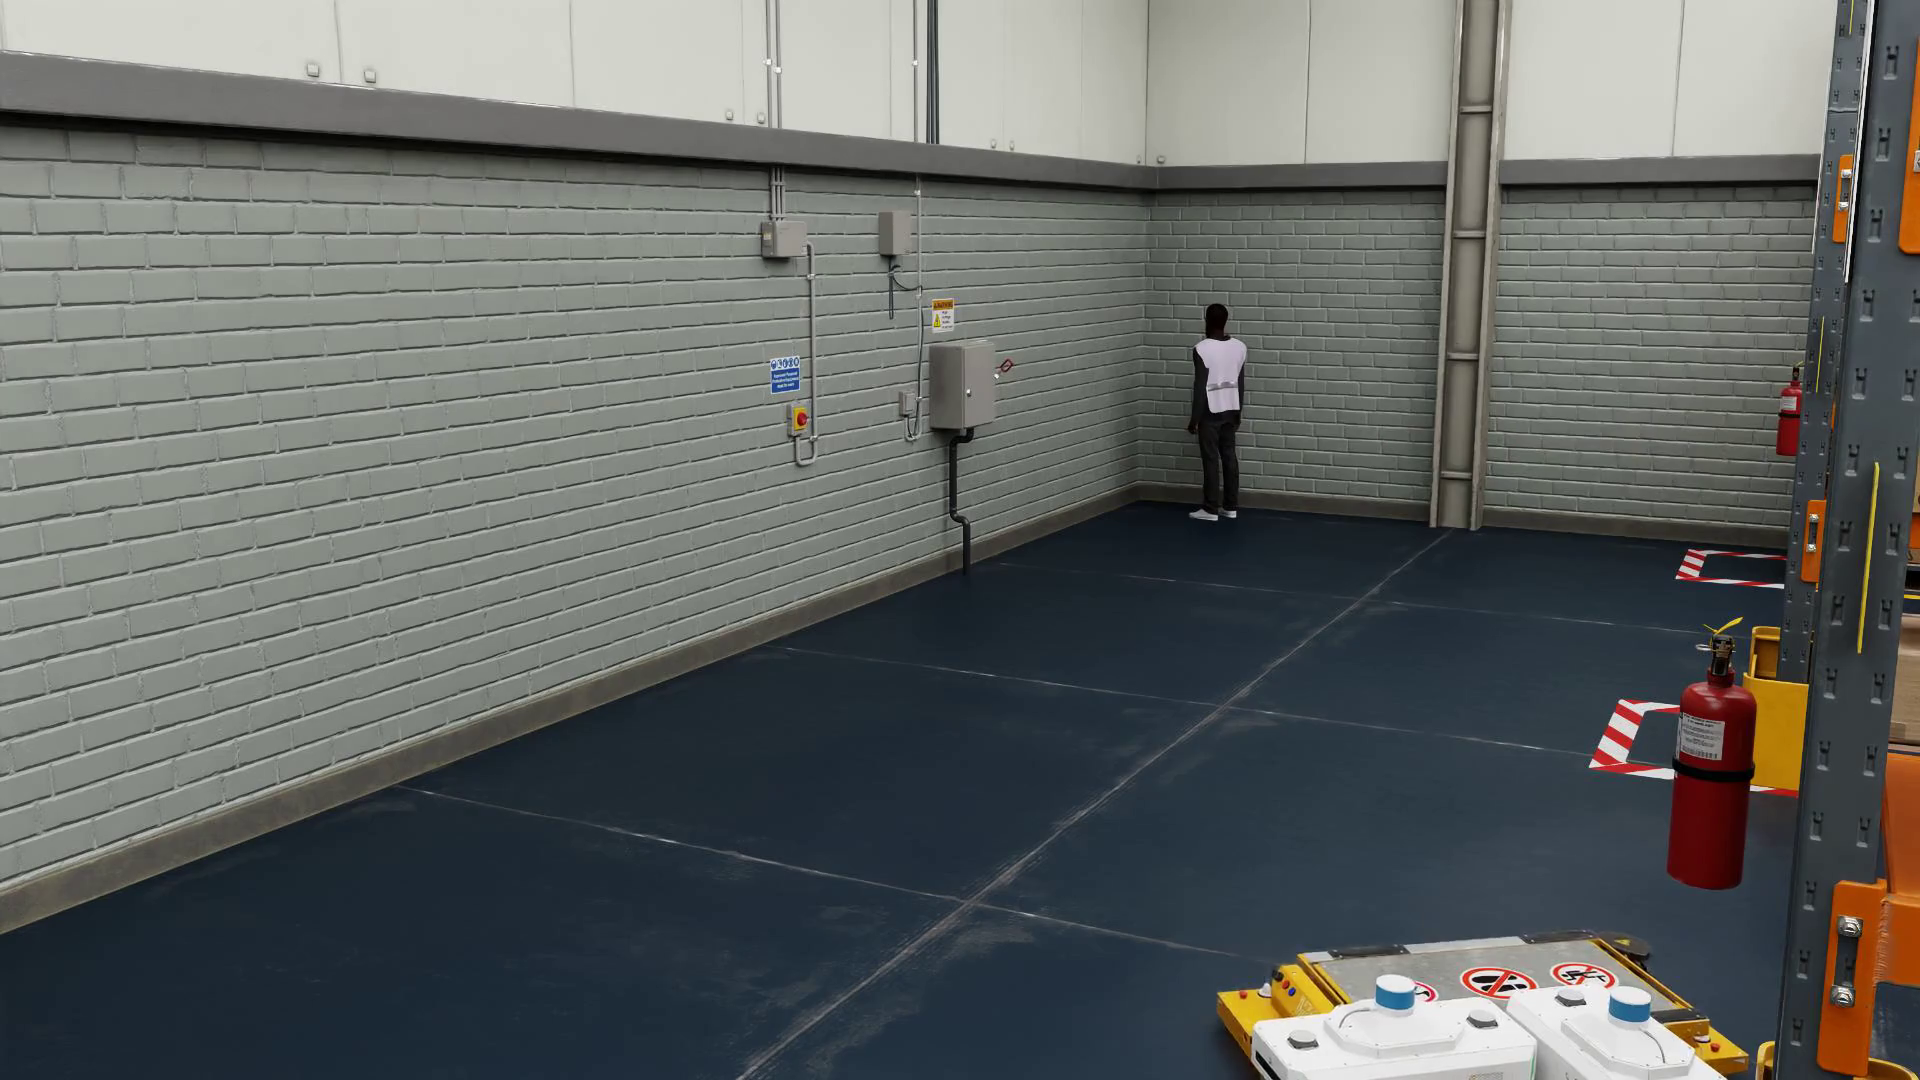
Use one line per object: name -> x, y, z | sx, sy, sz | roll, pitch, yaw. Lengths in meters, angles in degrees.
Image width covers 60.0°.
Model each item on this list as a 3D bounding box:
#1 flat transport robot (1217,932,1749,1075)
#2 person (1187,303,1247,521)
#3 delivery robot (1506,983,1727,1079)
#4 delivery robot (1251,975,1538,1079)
flat transport robot -> 1.579, 1.460, 5.110 | 1.431, 0.197, 0.652 | -2, 11, -10
person -> 2.285, -1.128, 14.733 | 0.597, 1.916, 0.371 | -7, 13, -35
delivery robot -> 1.735, 1.412, 4.343 | 0.477, 0.478, 0.707 | -2, 11, -12
delivery robot -> 1.144, 1.399, 4.414 | 0.707, 0.478, 0.477 | -2, 11, -12
